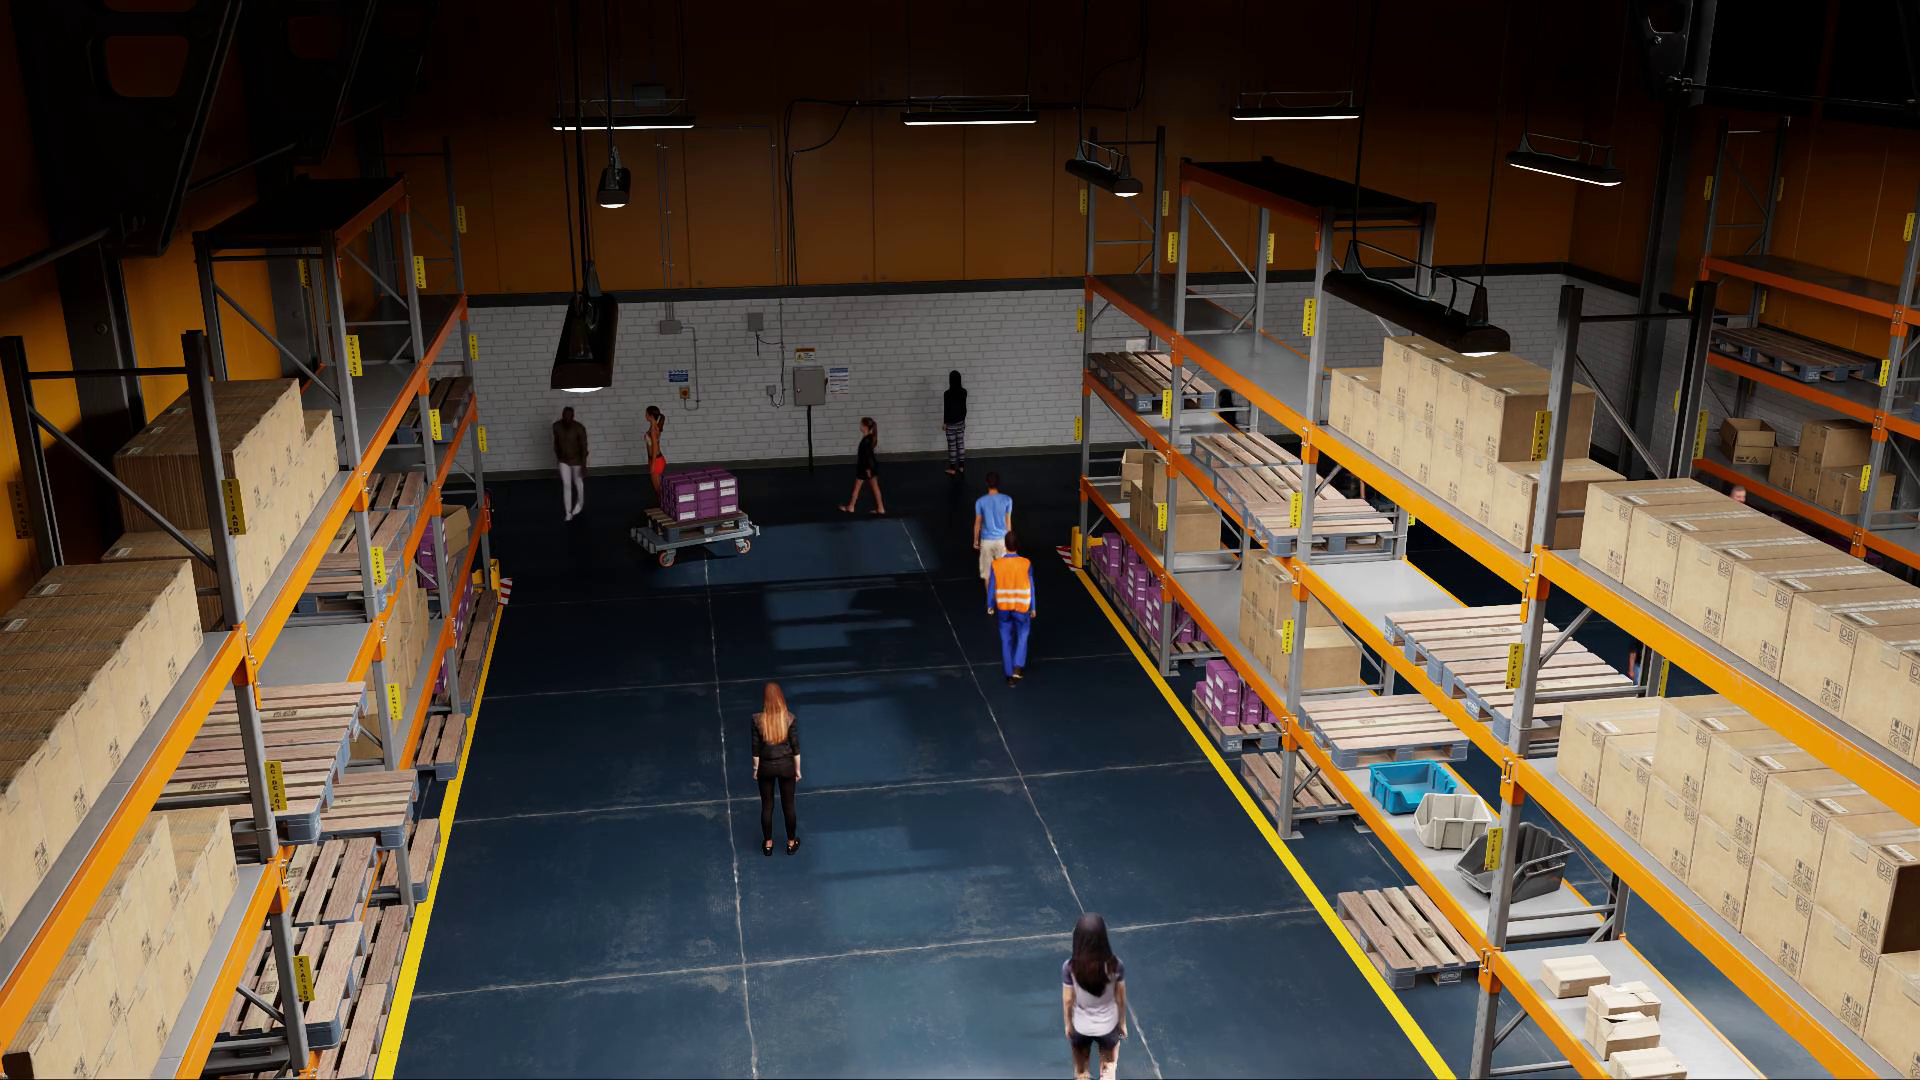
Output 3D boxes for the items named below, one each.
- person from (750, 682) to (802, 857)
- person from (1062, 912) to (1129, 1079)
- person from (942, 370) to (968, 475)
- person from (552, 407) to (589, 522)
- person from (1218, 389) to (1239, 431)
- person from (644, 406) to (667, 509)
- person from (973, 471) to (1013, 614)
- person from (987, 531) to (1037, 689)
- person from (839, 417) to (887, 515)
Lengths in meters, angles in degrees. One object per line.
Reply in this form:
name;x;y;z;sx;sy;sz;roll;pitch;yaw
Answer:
person;-1.711;2.123;15.449;0.623;1.711;0.558;-1;19;-2
person;0.941;3.425;11.611;0.686;1.694;0.791;0;19;-1
person;-0.082;-1.964;27.550;0.682;1.734;0.664;-12;22;-33
person;-5.892;-1.198;25.221;0.892;1.768;1.154;3;19;10
person;4.375;-1.677;26.924;0.922;1.589;0.912;9;21;25
person;-4.566;-1.145;25.029;0.678;1.791;0.543;0;19;-1
person;0.444;0.046;21.402;0.623;1.849;0.908;-3;19;-8
person;0.606;0.825;19.081;0.798;1.853;0.772;1;19;4
person;-1.325;-1.106;25.329;0.869;1.526;0.959;6;20;17
